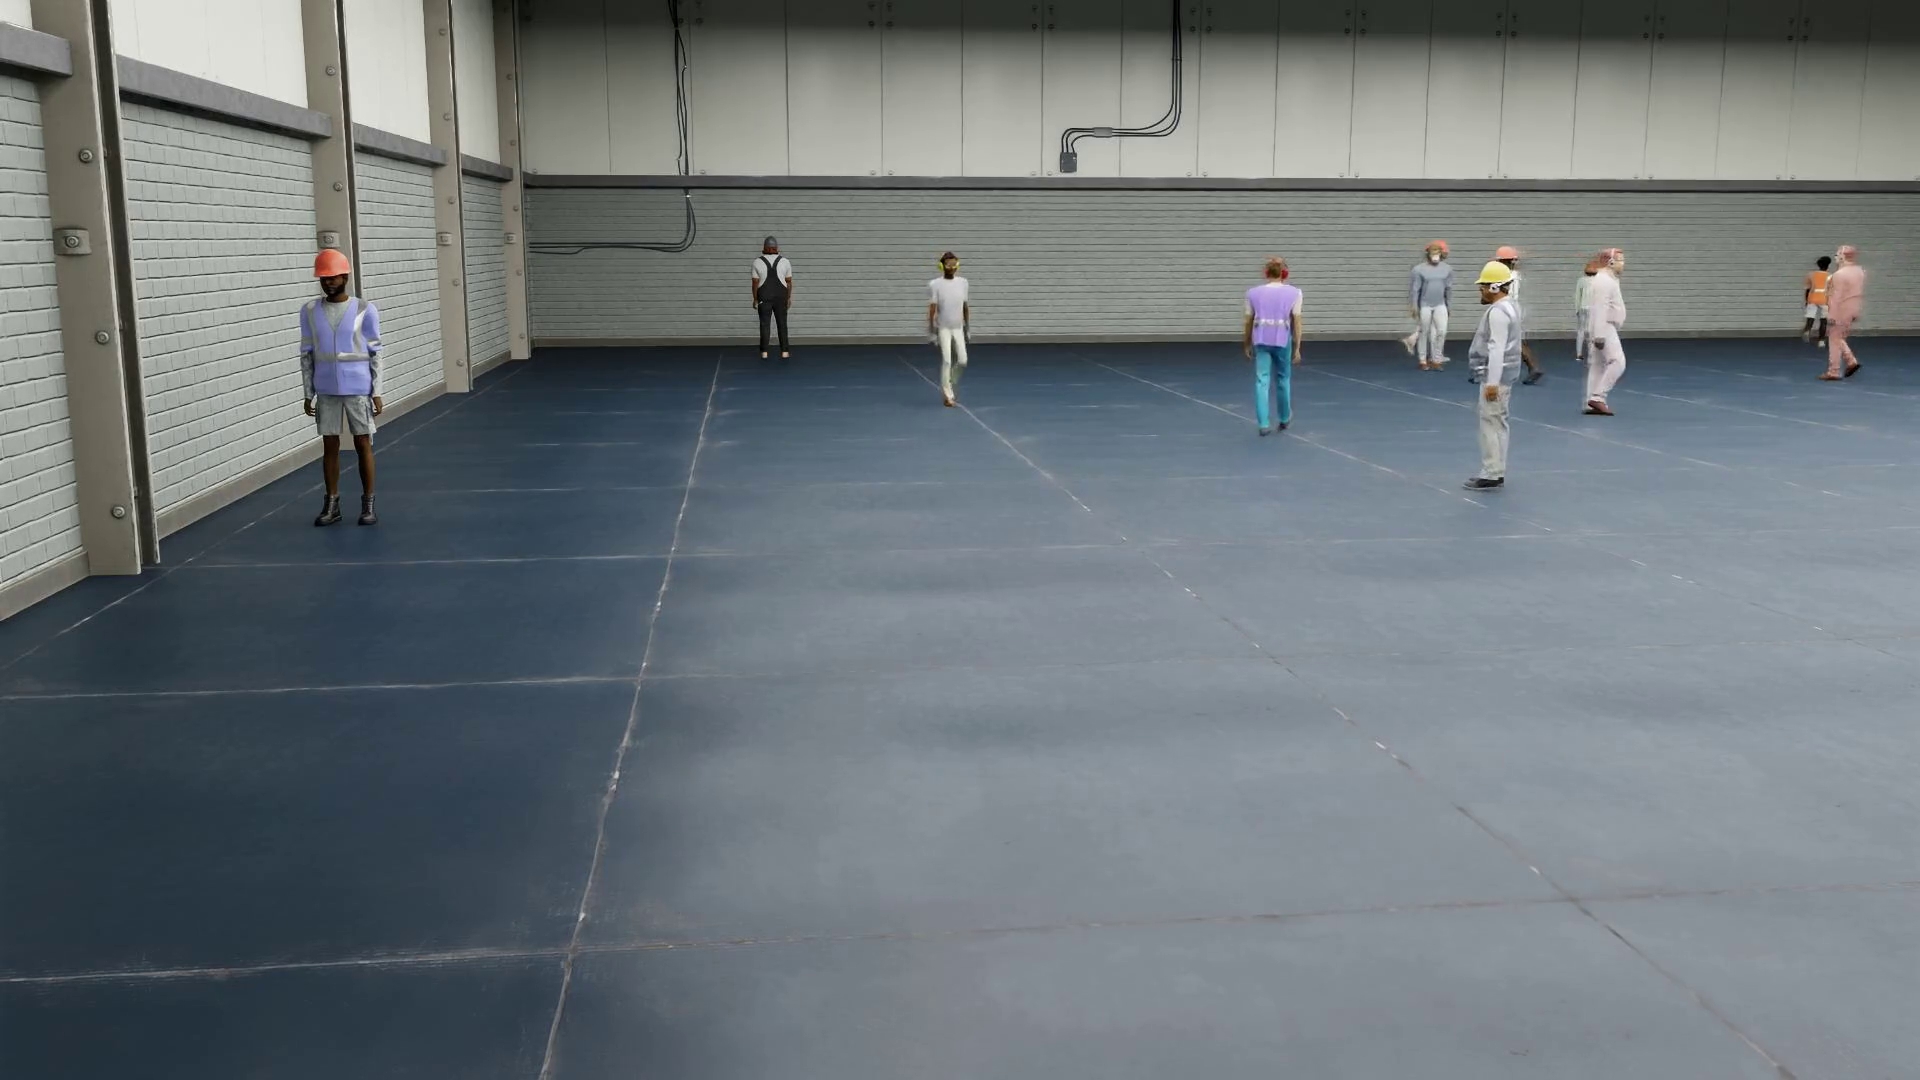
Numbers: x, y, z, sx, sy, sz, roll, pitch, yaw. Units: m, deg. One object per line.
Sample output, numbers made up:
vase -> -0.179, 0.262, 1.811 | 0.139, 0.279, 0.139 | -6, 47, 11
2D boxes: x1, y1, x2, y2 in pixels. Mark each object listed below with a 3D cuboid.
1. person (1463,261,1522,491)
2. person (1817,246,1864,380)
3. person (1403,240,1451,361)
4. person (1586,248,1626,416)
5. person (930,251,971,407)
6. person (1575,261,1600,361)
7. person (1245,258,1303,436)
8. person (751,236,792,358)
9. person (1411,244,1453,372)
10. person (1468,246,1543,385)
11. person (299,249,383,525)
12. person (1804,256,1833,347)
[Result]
person -> 4.279, -1.309, 13.340 | 0.403, 1.830, 0.604 | 4, 11, 23
person -> 12.415, -3.193, 23.462 | 0.667, 1.895, 0.427 | -7, 13, -35
person -> 7.652, -3.899, 27.122 | 0.679, 1.975, 0.634 | 4, 11, 23
person -> 7.346, -2.342, 18.808 | 0.464, 1.889, 0.678 | 4, 11, 21
person -> -0.109, -2.503, 19.808 | 0.546, 1.852, 0.415 | -4, 11, -22
person -> 10.329, -3.755, 27.276 | 0.265, 1.632, 0.507 | -9, 14, -40
person -> 3.250, -2.004, 17.212 | 0.594, 1.792, 0.950 | 4, 11, 20
person -> -3.170, -4.083, 27.958 | 0.676, 2.000, 0.536 | -2, 11, -11
person -> 7.103, -3.480, 24.997 | 0.655, 1.909, 0.741 | -1, 10, -3
person -> 7.544, -3.068, 22.785 | 0.946, 1.909, 0.561 | 5, 12, 28
person -> -4.329, -1.056, 11.646 | 0.550, 1.935, 0.375 | -1, 10, -5
person -> 15.730, -4.358, 30.450 | 0.546, 1.679, 0.584 | 8, 13, 39
